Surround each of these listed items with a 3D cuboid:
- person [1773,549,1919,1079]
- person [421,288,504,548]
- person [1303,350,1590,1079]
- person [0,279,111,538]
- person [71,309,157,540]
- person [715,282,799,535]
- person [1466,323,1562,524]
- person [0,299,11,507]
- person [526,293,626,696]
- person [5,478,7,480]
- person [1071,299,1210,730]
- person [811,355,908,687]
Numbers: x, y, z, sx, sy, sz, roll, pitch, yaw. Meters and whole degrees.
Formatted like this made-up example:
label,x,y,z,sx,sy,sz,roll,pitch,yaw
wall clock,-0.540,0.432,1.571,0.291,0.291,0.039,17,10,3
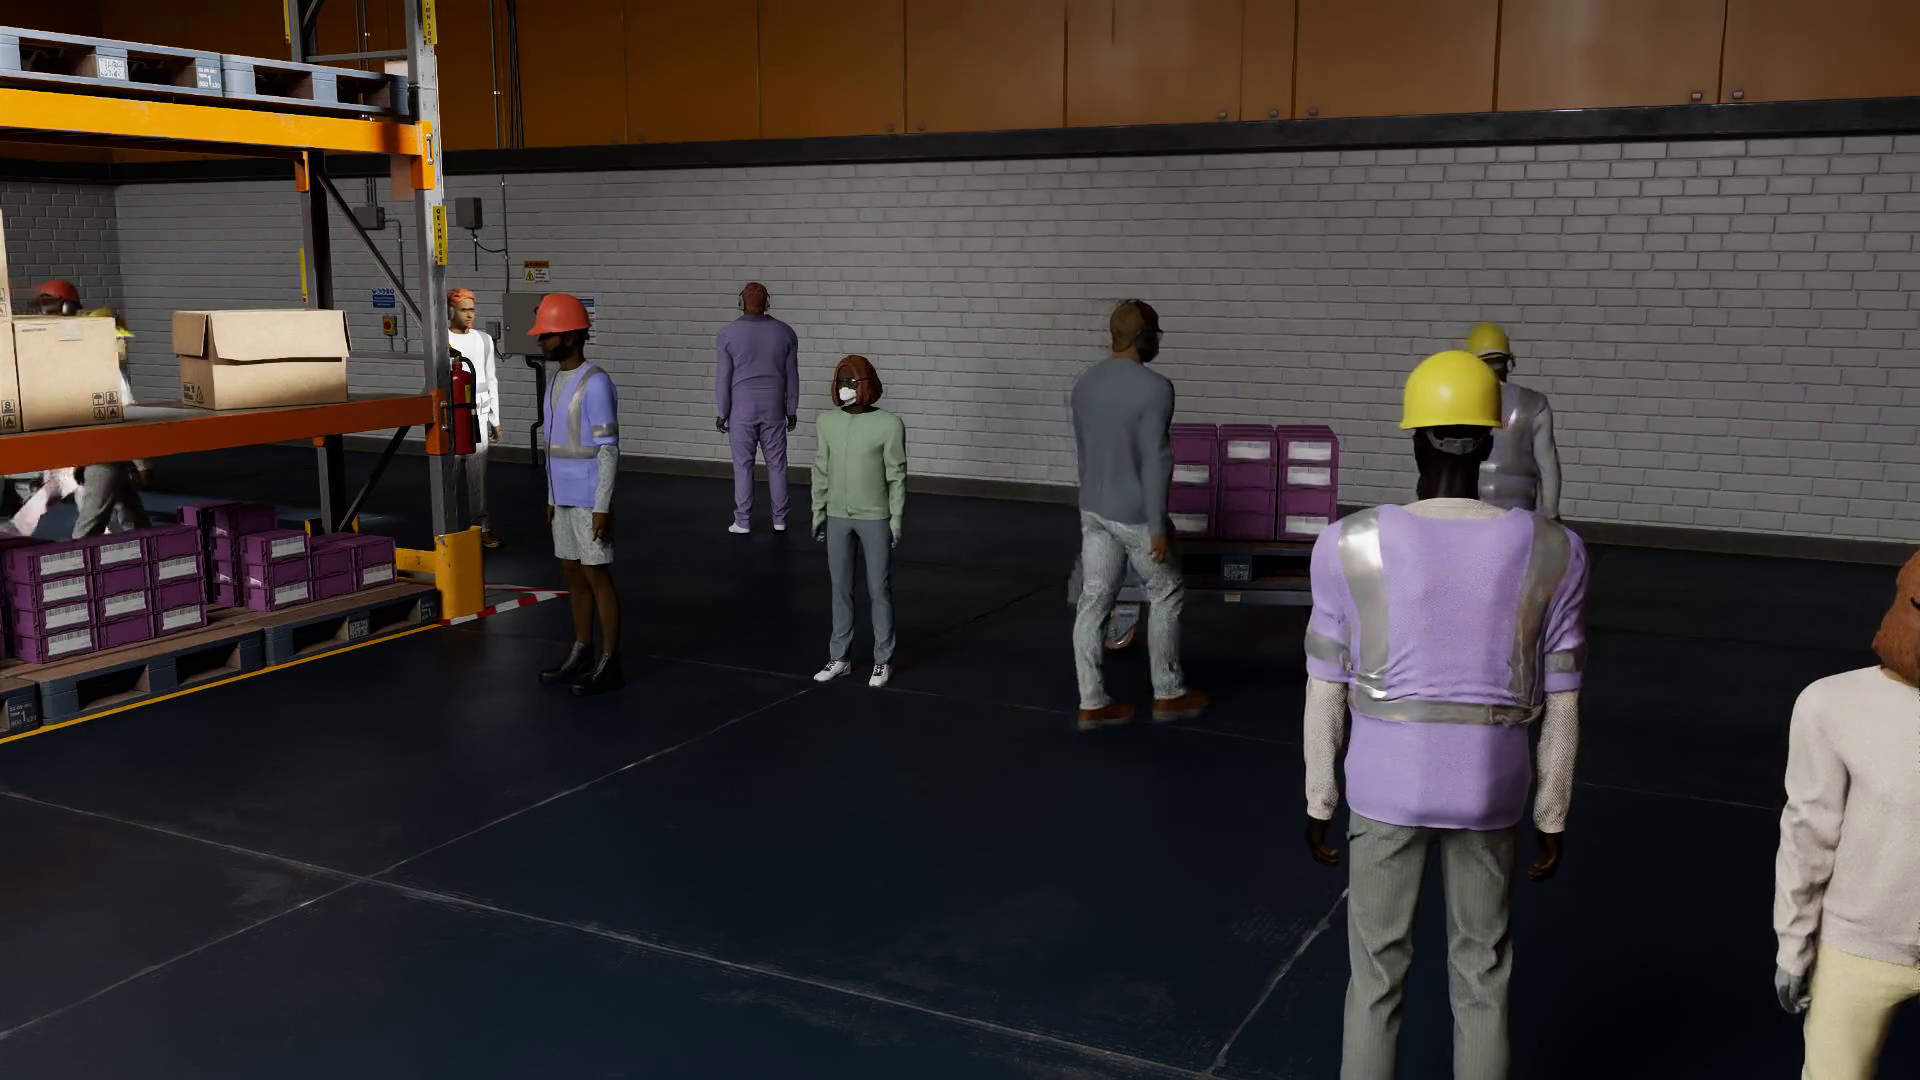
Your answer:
label,x,y,z,sx,sy,sz,roll,pitch,yaw
person,1.785,0.791,3.105,0.502,1.626,0.286,4,11,22
person,-3.550,-0.853,11.890,0.351,1.880,0.576,8,13,39
person,1.049,0.547,3.679,0.588,1.919,0.401,1,10,8
person,-6.287,-0.820,11.511,0.690,1.944,0.883,7,12,36
person,-5.127,-0.510,10.163,0.929,1.781,0.622,-9,13,-41
person,-1.540,-0.989,12.585,0.651,1.907,0.409,-4,11,-22
person,2.634,-0.167,8.191,0.606,1.765,0.975,7,12,35
person,-7.094,-0.910,12.144,0.698,1.898,0.436,-5,11,-29
person,-1.857,-0.214,8.020,0.373,1.933,0.549,-8,13,-39
person,-9.034,-1.351,14.763,1.006,1.870,0.598,-4,11,-21
person,0.837,-0.114,7.480,0.767,1.916,0.656,-7,12,-36
person,-0.505,-0.094,8.198,0.507,1.633,0.277,4,11,22
